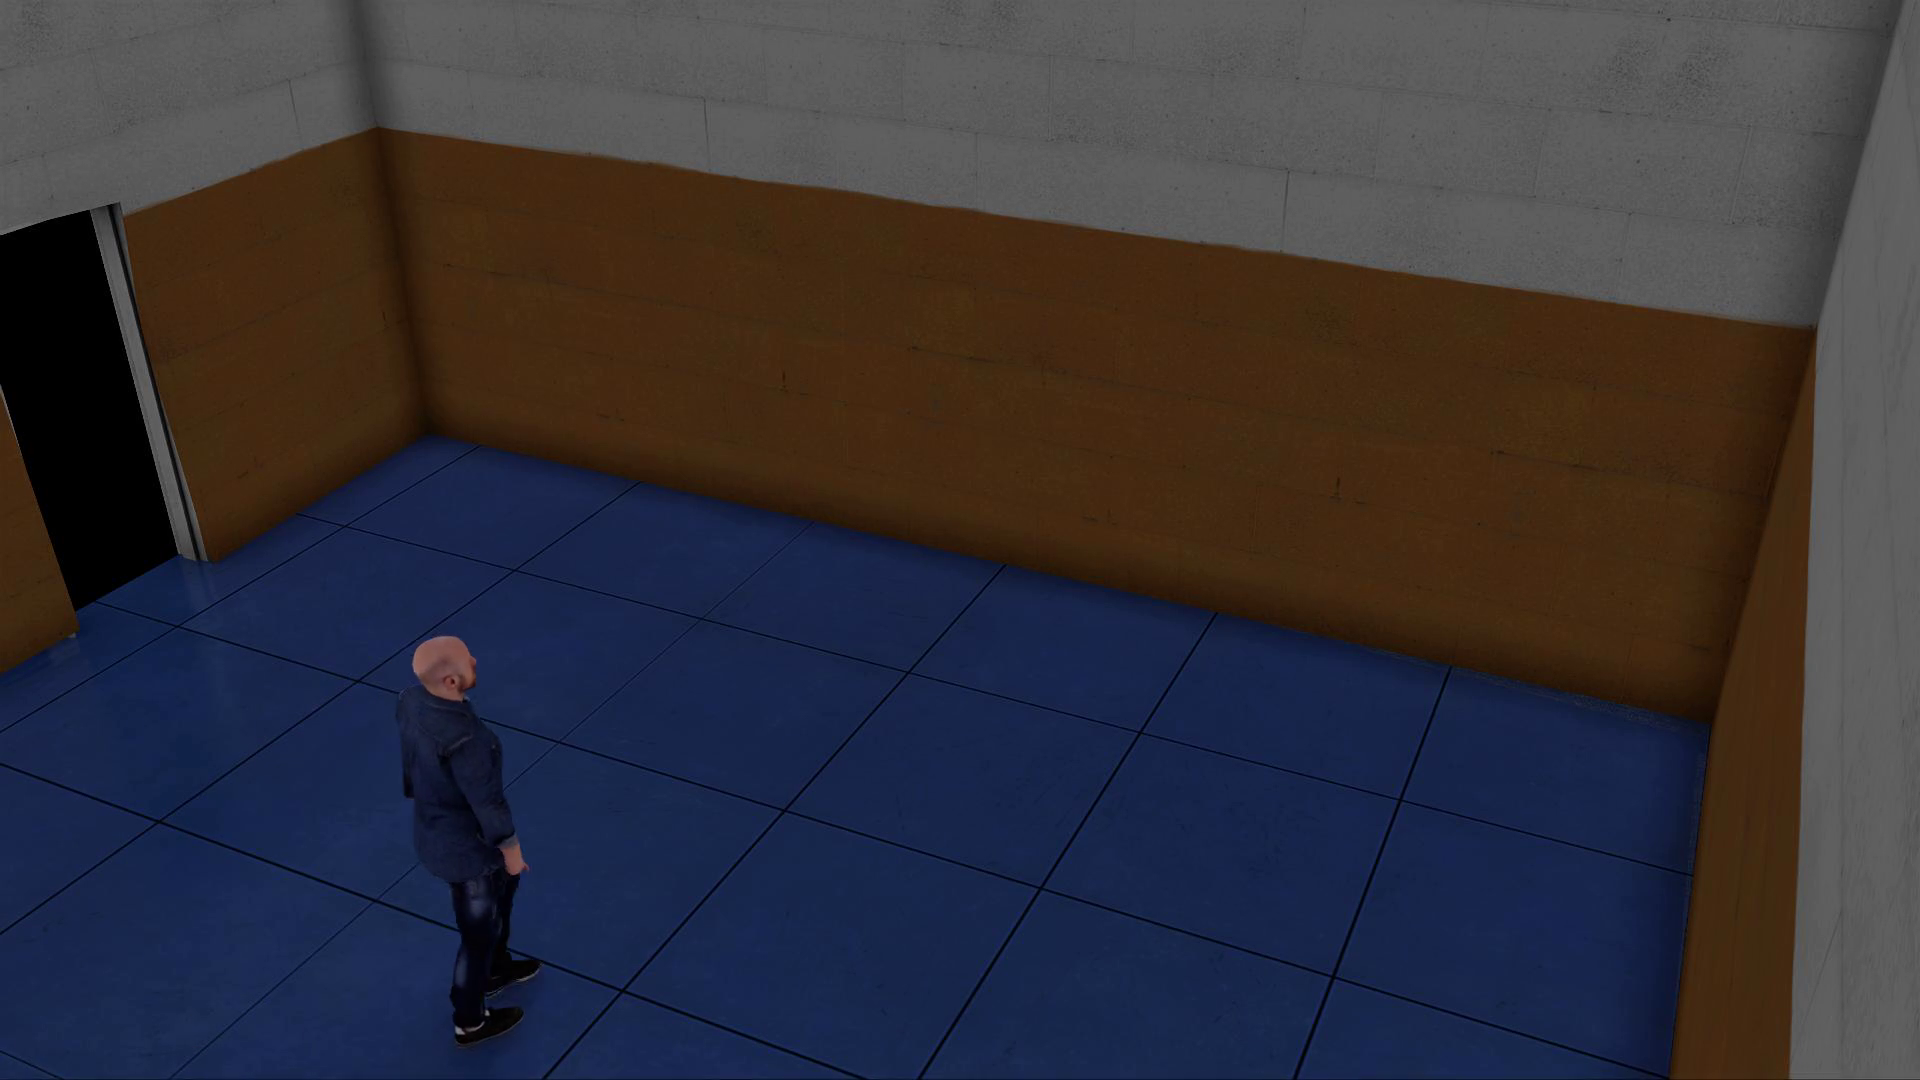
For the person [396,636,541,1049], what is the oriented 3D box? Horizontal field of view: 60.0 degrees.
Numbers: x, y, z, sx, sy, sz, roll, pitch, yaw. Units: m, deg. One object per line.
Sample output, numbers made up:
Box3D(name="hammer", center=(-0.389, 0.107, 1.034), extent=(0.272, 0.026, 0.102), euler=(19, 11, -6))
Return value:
Box3D(name="person", center=(-1.941, 1.188, 6.317), extent=(0.924, 1.809, 0.799), euler=(-24, 37, -37))
